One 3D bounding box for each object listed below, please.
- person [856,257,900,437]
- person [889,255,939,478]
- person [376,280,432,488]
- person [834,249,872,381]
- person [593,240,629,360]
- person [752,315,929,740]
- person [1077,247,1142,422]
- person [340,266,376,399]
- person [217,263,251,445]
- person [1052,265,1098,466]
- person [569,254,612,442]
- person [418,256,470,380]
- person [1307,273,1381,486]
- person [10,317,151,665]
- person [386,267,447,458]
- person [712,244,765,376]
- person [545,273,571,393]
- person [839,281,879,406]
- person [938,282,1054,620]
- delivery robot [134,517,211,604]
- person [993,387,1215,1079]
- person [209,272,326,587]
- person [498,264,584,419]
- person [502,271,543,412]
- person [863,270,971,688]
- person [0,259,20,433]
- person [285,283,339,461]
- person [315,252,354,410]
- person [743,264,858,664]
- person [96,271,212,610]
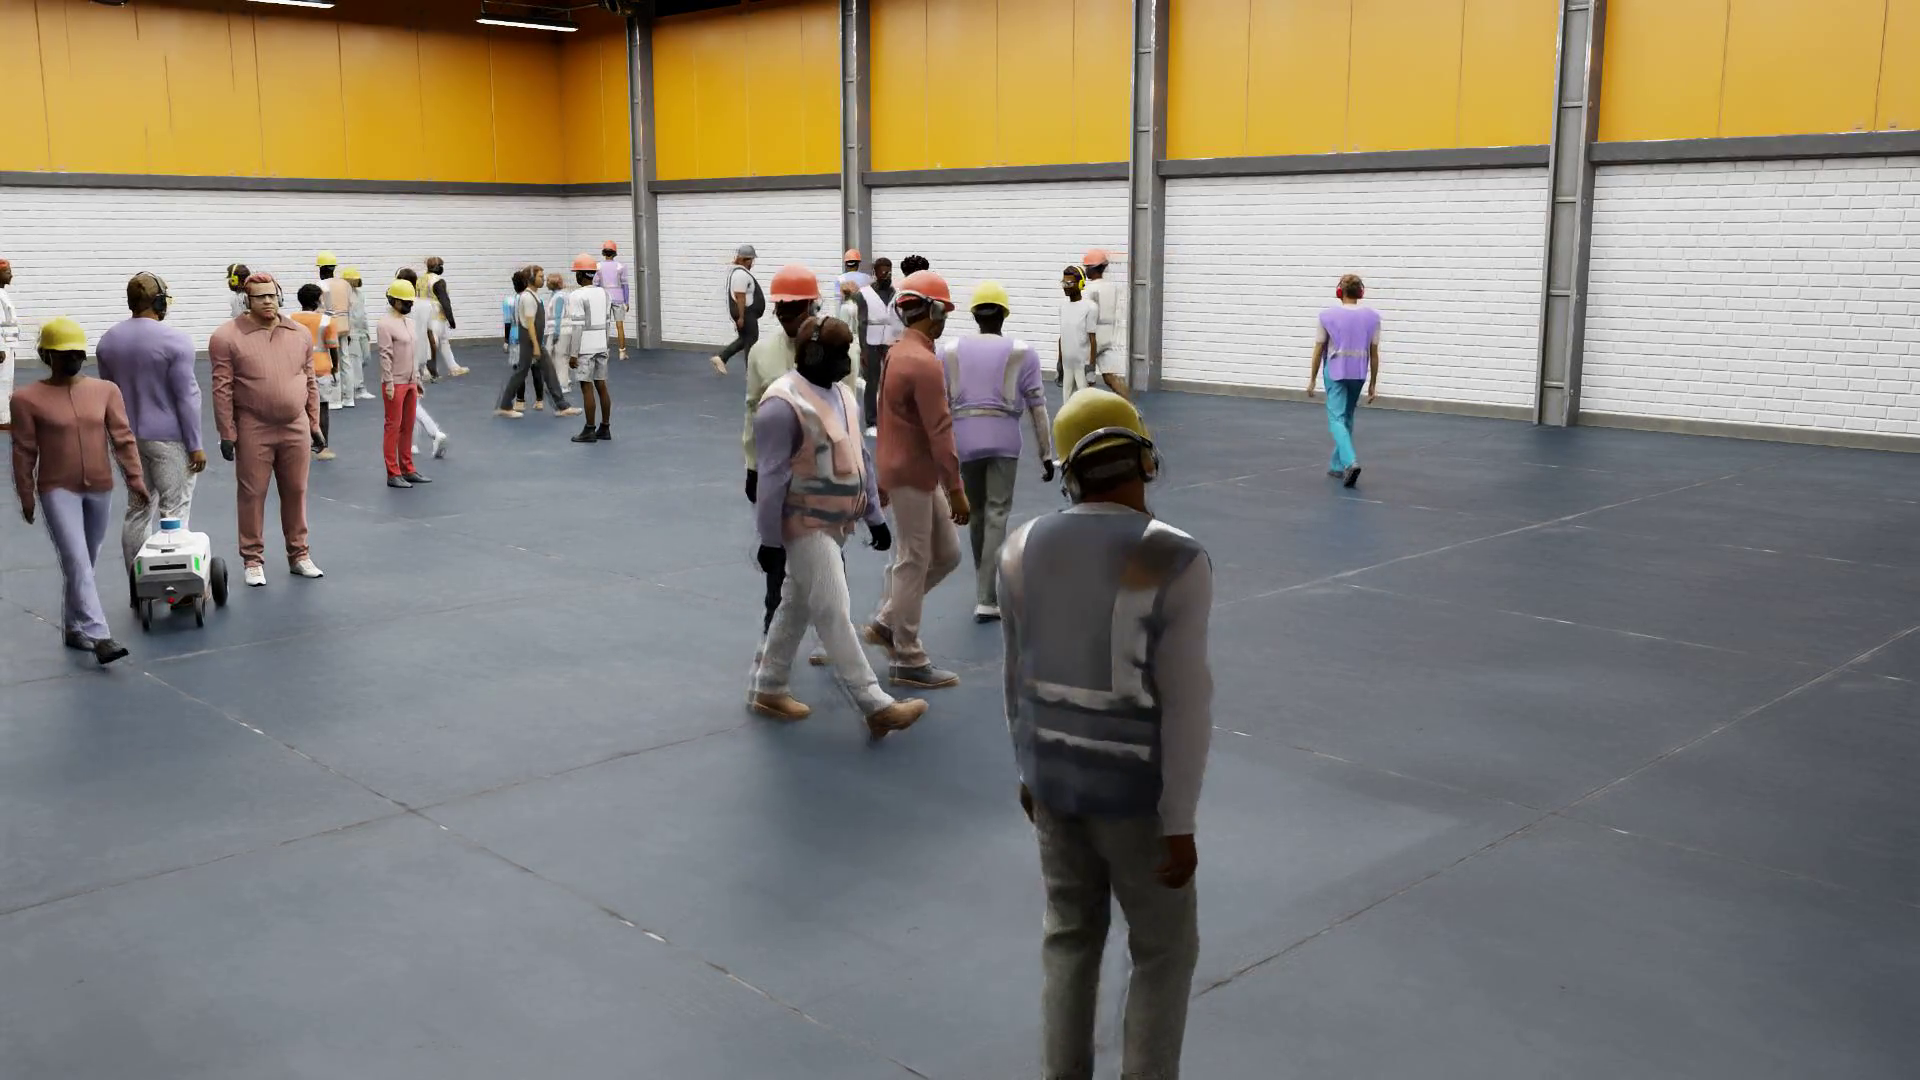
[{"bbox_3d":[-0.825,-2.026,17.593,0.600,1.901,0.538,-6,12,-30],"label":"person"},{"bbox_3d":[-0.394,-1.461,14.316,0.367,1.966,0.607,4,11,18],"label":"person"},{"bbox_3d":[-4.737,-1.329,14.168,0.327,1.760,0.523,2,11,12],"label":"person"},{"bbox_3d":[-1.507,-3.136,23.539,0.546,1.934,0.376,-2,11,-11],"label":"person"},{"bbox_3d":[-5.956,-4.088,28.427,0.605,2.045,0.377,-1,10,-7],"label":"person"},{"bbox_3d":[-0.542,-0.060,7.143,0.950,1.788,0.626,4,11,22],"label":"person"},{"bbox_3d":[1.529,-2.141,17.921,0.615,2.012,0.993,-10,14,-44],"label":"person"},{"bbox_3d":[-7.964,-2.714,21.779,0.558,1.728,0.495,2,11,12],"label":"person"},{"bbox_3d":[-7.270,-1.859,16.824,0.717,1.840,0.549,1,10,7],"label":"person"},{"bbox_3d":[1.065,-1.578,15.257,0.329,1.861,0.506,-8,13,-39],"label":"person"},{"bbox_3d":[-3.844,-1.976,17.202,0.361,1.938,0.546,6,12,28],"label":"person"},{"bbox_3d":[-7.673,-3.299,24.752,0.884,1.808,0.653,-8,13,-38],"label":"person"},{"bbox_3d":[3.336,-1.383,14.307,0.572,1.816,0.884,-2,11,-10],"label":"person"},{"bbox_3d":[-4.359,-0.237,8.300,0.895,1.723,0.527,8,13,36],"label":"person"},{"bbox_3d":[-5.247,-1.707,16.035,0.857,1.844,0.507,7,13,35],"label":"person"},{"bbox_3d":[-3.242,-3.372,24.534,0.743,2.000,0.690,-2,11,-13],"label":"person"},{"bbox_3d":[-5.446,-2.779,22.447,0.368,1.627,0.516,-5,11,-24],"label":"person"},{"bbox_3d":[-1.168,-2.197,19.283,0.717,1.613,0.520,4,11,21],"label":"person"},{"bbox_3d":[0.184,-0.522,9.484,0.687,1.855,0.993,3,11,14],"label":"person"},{"bbox_3d":[-4.399,0.117,9.303,0.477,0.478,0.707,-4,11,-20],"label":"delivery robot"},{"bbox_3d":[0.339,0.549,3.846,0.623,1.785,0.461,9,14,40],"label":"person"},{"bbox_3d":[-4.225,-0.681,10.223,0.654,1.906,0.406,-10,14,-44],"label":"person"},{"bbox_3d":[-4.944,-2.291,19.311,0.992,1.796,0.524,0,10,-2],"label":"person"},{"bbox_3d":[-5.282,-2.394,20.135,0.531,1.698,0.320,-9,13,-39],"label":"person"},{"bbox_3d":[-0.183,-0.280,7.872,0.463,1.967,0.621,0,10,1],"label":"person"},{"bbox_3d":[-10.393,-2.108,18.066,0.337,1.882,0.585,-4,11,-19],"label":"person"},{"bbox_3d":[-6.159,-1.582,15.749,0.559,1.685,0.323,-2,11,-9],"label":"person"},{"bbox_3d":[-7.694,-2.556,20.391,0.368,1.928,0.585,4,11,20],"label":"person"},{"bbox_3d":[-0.803,-0.372,8.311,0.618,1.992,0.411,3,11,17],"label":"person"},{"bbox_3d":[-4.597,-0.556,9.500,0.622,1.932,0.376,3,11,18],"label":"person"}]
